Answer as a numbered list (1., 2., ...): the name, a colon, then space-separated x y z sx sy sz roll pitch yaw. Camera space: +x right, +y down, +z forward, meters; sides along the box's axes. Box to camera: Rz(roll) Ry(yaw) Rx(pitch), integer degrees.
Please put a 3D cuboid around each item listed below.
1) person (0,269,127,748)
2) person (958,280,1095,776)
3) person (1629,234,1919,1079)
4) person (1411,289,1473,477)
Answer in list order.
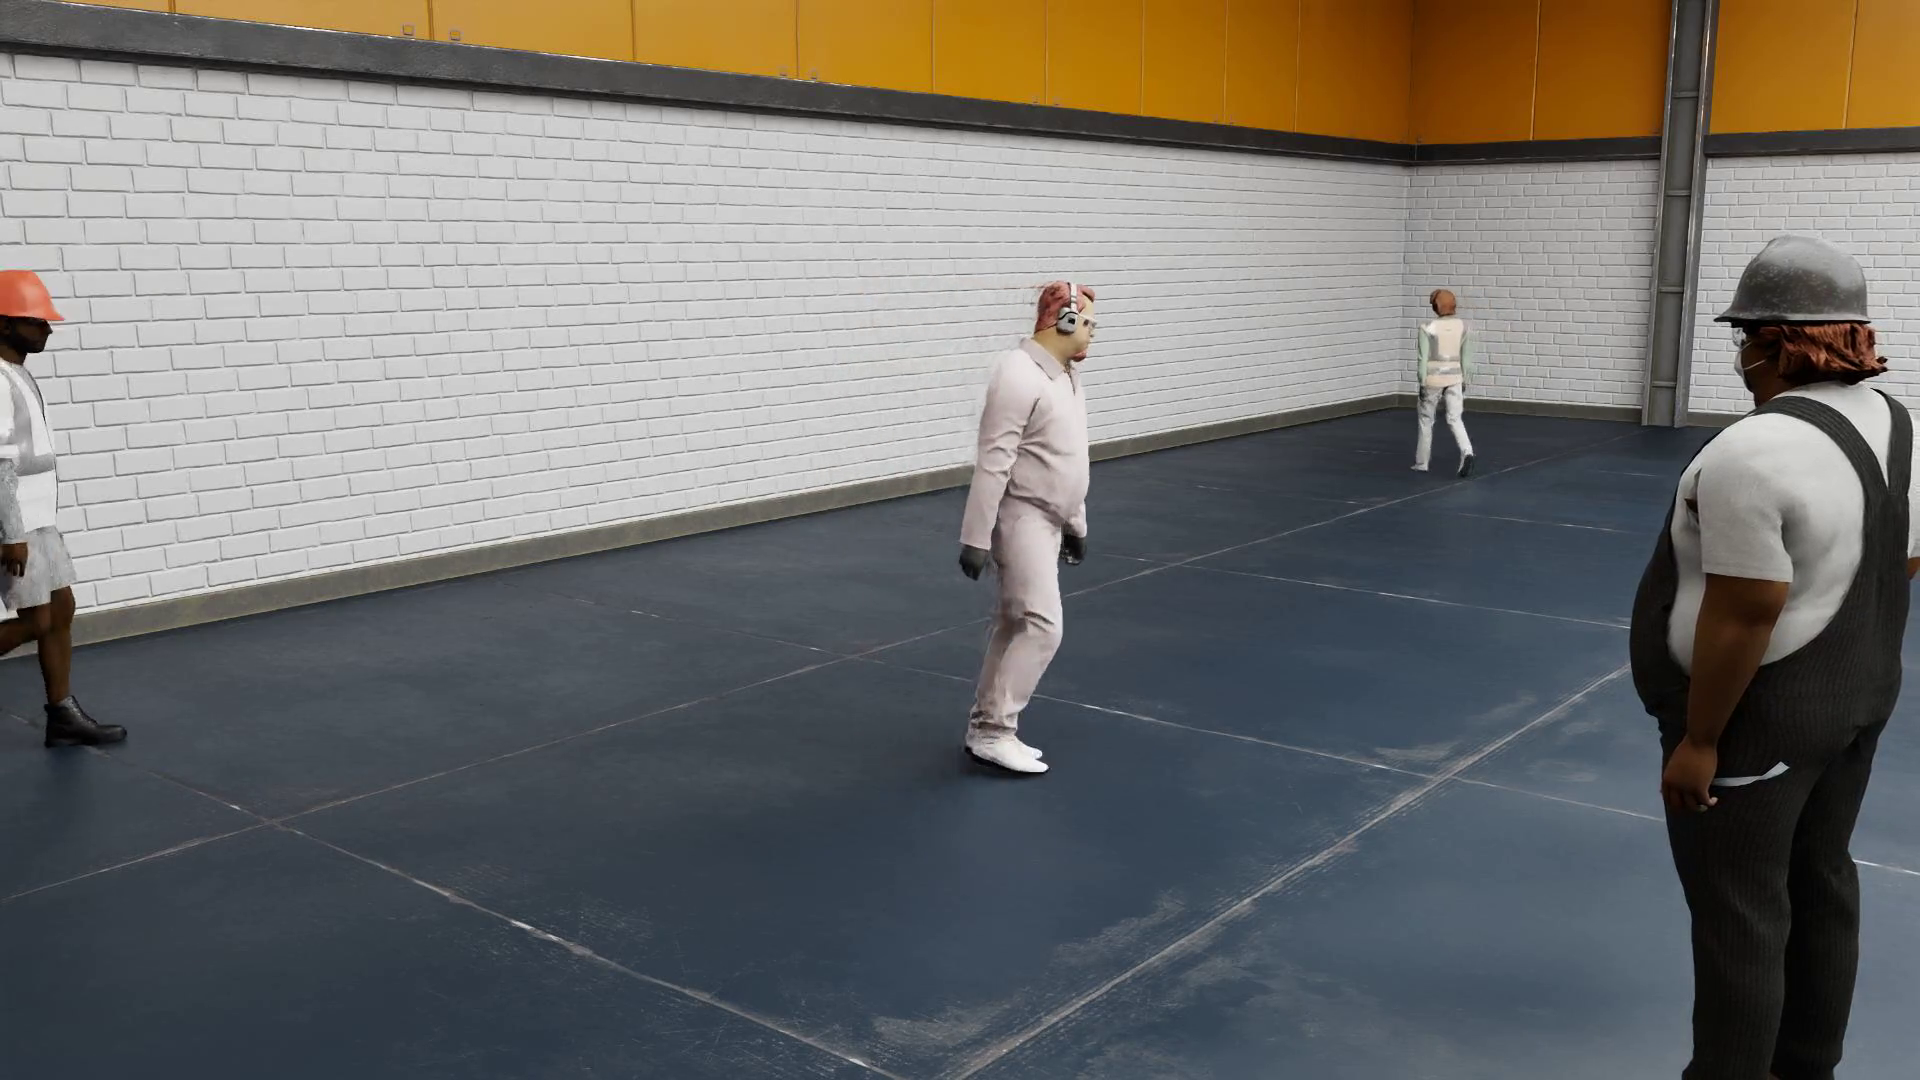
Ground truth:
1. person: -3.728 -0.089 6.471 0.654 1.917 0.546 -3 11 -14
2. person: 0.252 -0.046 6.359 0.538 1.870 0.664 3 11 17
3. person: 1.749 0.354 3.671 0.689 2.000 0.537 -7 12 -33
4. person: 4.166 -1.346 14.281 0.518 1.616 0.749 -2 10 -11
